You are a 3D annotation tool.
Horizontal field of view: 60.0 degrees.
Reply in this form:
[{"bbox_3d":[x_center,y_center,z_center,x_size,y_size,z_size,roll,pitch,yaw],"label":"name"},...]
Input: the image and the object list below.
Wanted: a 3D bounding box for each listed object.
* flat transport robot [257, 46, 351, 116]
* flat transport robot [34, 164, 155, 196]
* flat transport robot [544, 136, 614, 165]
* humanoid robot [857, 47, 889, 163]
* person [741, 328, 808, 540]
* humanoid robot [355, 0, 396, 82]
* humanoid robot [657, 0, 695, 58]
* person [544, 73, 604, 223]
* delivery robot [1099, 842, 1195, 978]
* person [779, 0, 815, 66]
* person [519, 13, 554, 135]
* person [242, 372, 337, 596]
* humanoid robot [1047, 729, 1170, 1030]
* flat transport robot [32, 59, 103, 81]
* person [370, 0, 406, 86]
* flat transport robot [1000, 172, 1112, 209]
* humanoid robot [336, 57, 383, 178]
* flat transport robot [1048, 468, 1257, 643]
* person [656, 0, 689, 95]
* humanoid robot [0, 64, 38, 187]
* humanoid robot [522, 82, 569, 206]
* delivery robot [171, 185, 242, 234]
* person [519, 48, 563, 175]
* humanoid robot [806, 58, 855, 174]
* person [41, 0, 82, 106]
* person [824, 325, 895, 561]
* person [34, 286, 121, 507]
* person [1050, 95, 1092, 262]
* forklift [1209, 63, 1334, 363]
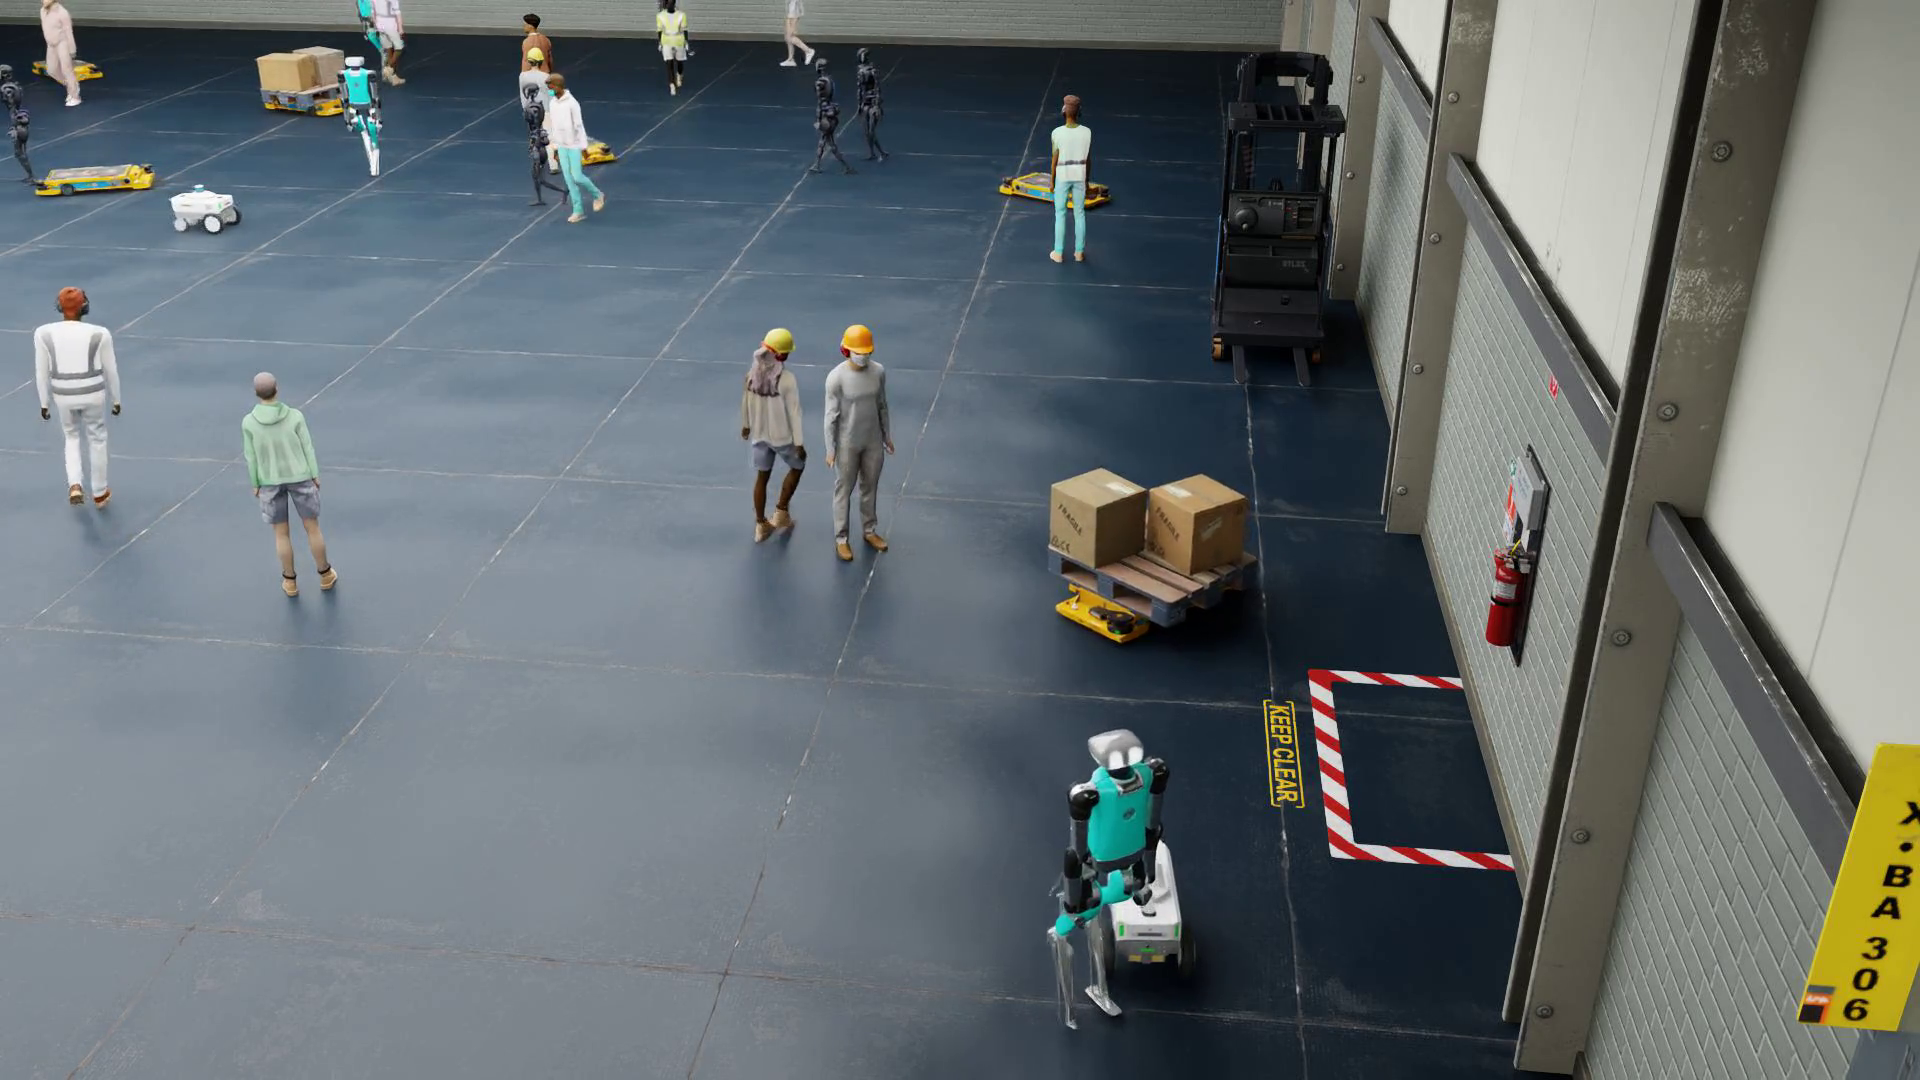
[{"bbox_3d":[-10.777,-7.244,27.601,1.431,0.231,0.659,12,29,23],"label":"flat transport robot"},{"bbox_3d":[-12.027,-5.005,23.131,1.431,0.231,0.659,-8,28,-16],"label":"flat transport robot"},{"bbox_3d":[-5.781,-5.850,24.816,0.659,0.231,1.431,-18,32,-32],"label":"flat transport robot"},{"bbox_3d":[-1.293,-6.349,24.246,0.413,1.639,0.613,-18,32,-31],"label":"humanoid robot"},{"bbox_3d":[-1.475,-0.839,13.166,0.685,1.735,0.494,14,30,26],"label":"person"},{"bbox_3d":[-10.315,-9.039,29.627,0.544,1.867,0.668,14,30,26],"label":"humanoid robot"},{"bbox_3d":[-5.378,-9.979,31.522,0.798,1.883,0.552,-14,30,-26],"label":"humanoid robot"},{"bbox_3d":[-5.011,-5.086,21.493,0.570,1.881,0.533,14,30,26],"label":"person"},{"bbox_3d":[0.982,1.956,8.907,0.499,0.587,0.782,0,27,1],"label":"delivery robot"},{"bbox_3d":[-3.052,-9.683,30.695,0.629,1.852,0.519,1,27,2],"label":"person"},{"bbox_3d":[-6.511,-7.181,25.700,0.385,1.854,0.796,10,28,20],"label":"person"},{"bbox_3d":[-4.990,-0.408,12.308,0.474,1.742,0.336,-9,28,-17],"label":"person"},{"bbox_3d":[0.640,1.638,8.236,0.537,1.801,0.679,-14,30,-26],"label":"humanoid robot"},{"bbox_3d":[-16.205,-8.526,30.159,1.431,0.231,0.659,21,34,36],"label":"flat transport robot"},{"bbox_3d":[-9.998,-8.930,29.026,0.643,2.011,0.580,11,29,20],"label":"person"},{"bbox_3d":[1.299,-4.763,22.646,1.431,0.231,0.659,21,33,35],"label":"flat transport robot"},{"bbox_3d":[-8.350,-5.937,23.367,0.541,1.738,1.005,-4,27,-7],"label":"humanoid robot"},{"bbox_3d":[1.444,0.353,12.434,1.431,0.231,0.659,-23,34,-38],"label":"flat transport robot"},{"bbox_3d":[-4.944,-8.569,28.662,0.544,1.677,0.622,-5,27,-9],"label":"person"},{"bbox_3d":[-13.042,-5.734,23.013,0.320,1.655,0.599,-13,29,-24],"label":"humanoid robot"},{"bbox_3d":[-5.531,-5.249,22.056,0.562,1.633,0.610,-9,28,-18],"label":"humanoid robot"},{"bbox_3d":[-9.660,-4.232,21.264,0.791,0.592,0.499,4,27,8],"label":"delivery robot"},{"bbox_3d":[-5.943,-6.074,23.591,0.532,1.767,0.308,6,27,12],"label":"person"},{"bbox_3d":[-1.864,-5.989,23.608,0.724,1.660,0.586,6,27,13],"label":"humanoid robot"},{"bbox_3d":[-14.986,-8.180,27.655,0.679,1.889,0.444,13,29,24],"label":"person"},{"bbox_3d":[-0.775,-0.765,12.853,0.584,1.892,0.378,-16,31,-29],"label":"person"},{"bbox_3d":[-7.215,-1.158,13.680,0.636,1.854,0.482,-7,27,-14],"label":"person"},{"bbox_3d":[1.314,-4.286,19.790,0.489,1.978,0.399,-4,27,-8],"label":"person"},{"bbox_3d":[3.241,-3.477,17.183,1.129,2.768,1.873,3,27,6],"label":"forklift"}]
